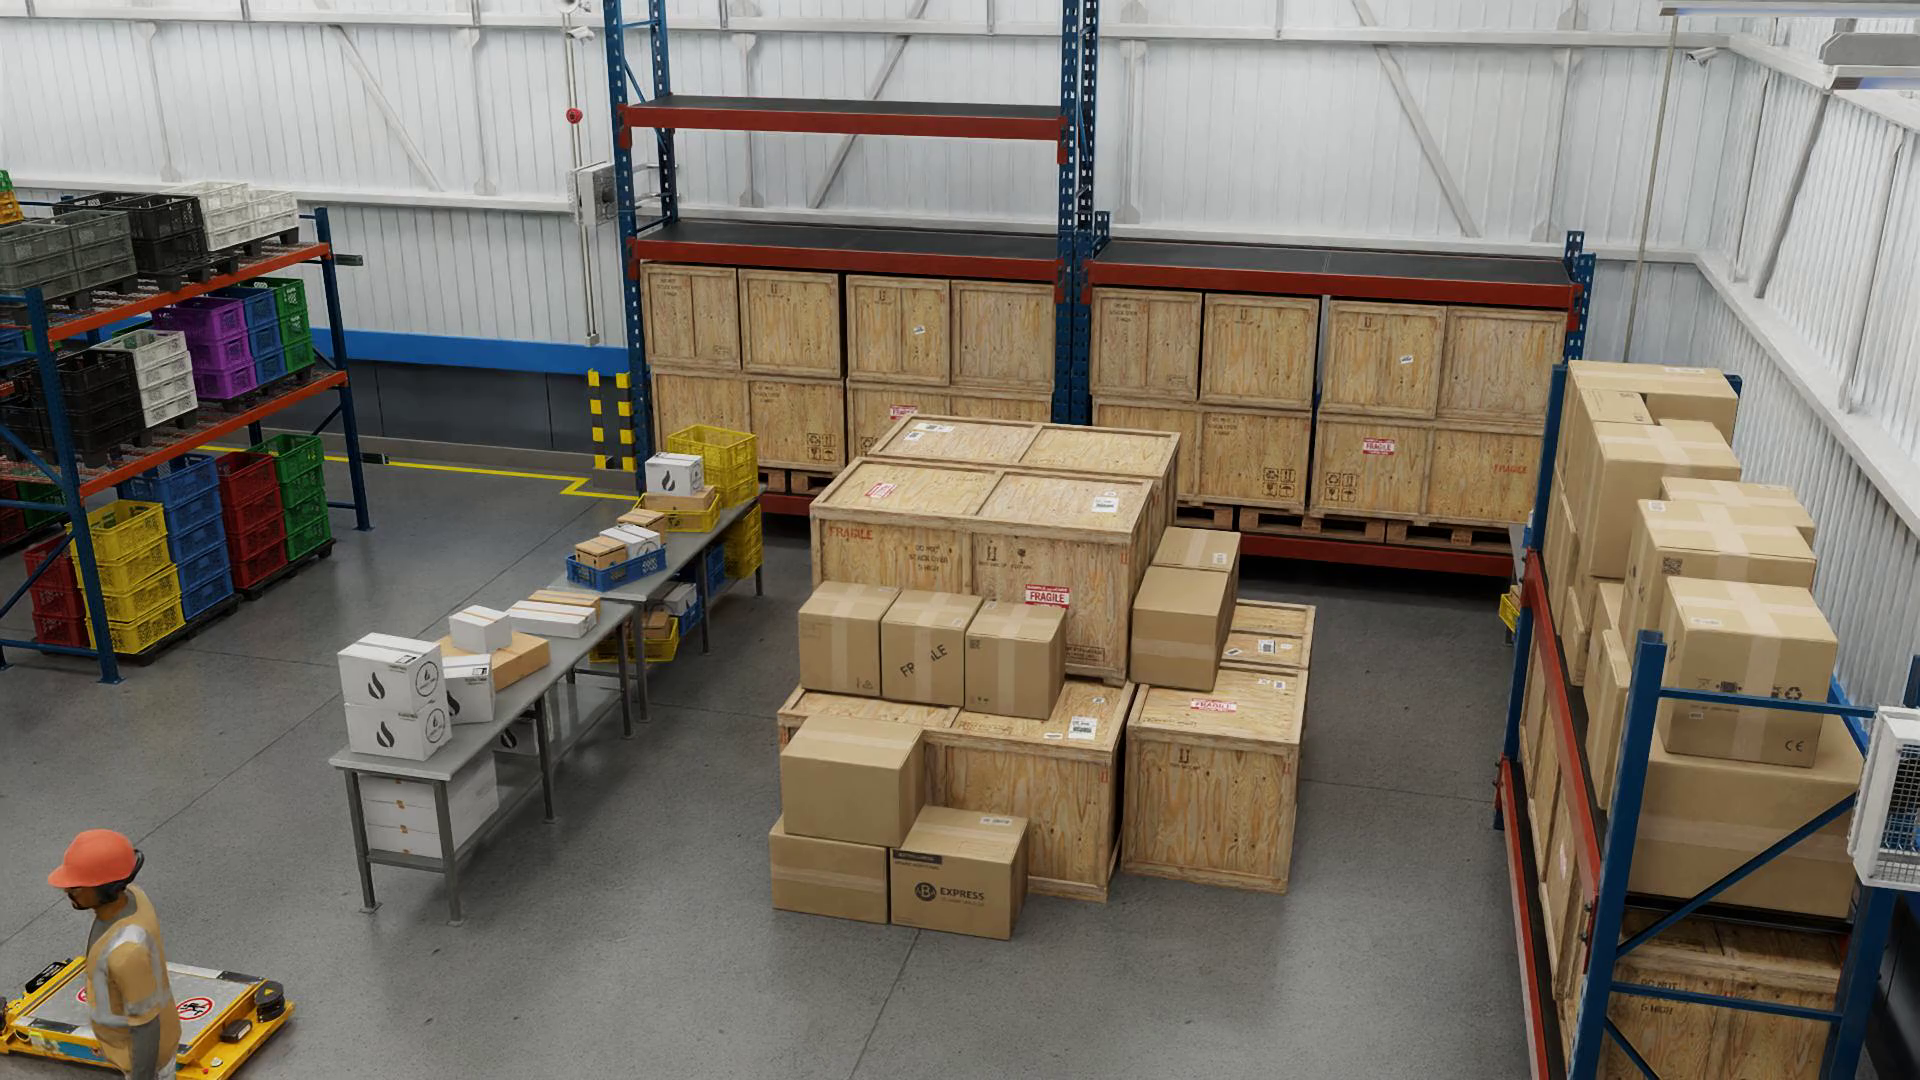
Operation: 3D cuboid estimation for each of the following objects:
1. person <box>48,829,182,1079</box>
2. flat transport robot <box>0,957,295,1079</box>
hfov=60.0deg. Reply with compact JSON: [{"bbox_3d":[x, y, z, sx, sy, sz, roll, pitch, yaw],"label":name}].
[{"bbox_3d":[-3.480,2.120,7.013,0.365,2.048,0.606,-12,24,-28],"label":"person"},{"bbox_3d":[-4.270,2.464,8.601,1.431,0.231,0.659,5,22,13],"label":"flat transport robot"}]
